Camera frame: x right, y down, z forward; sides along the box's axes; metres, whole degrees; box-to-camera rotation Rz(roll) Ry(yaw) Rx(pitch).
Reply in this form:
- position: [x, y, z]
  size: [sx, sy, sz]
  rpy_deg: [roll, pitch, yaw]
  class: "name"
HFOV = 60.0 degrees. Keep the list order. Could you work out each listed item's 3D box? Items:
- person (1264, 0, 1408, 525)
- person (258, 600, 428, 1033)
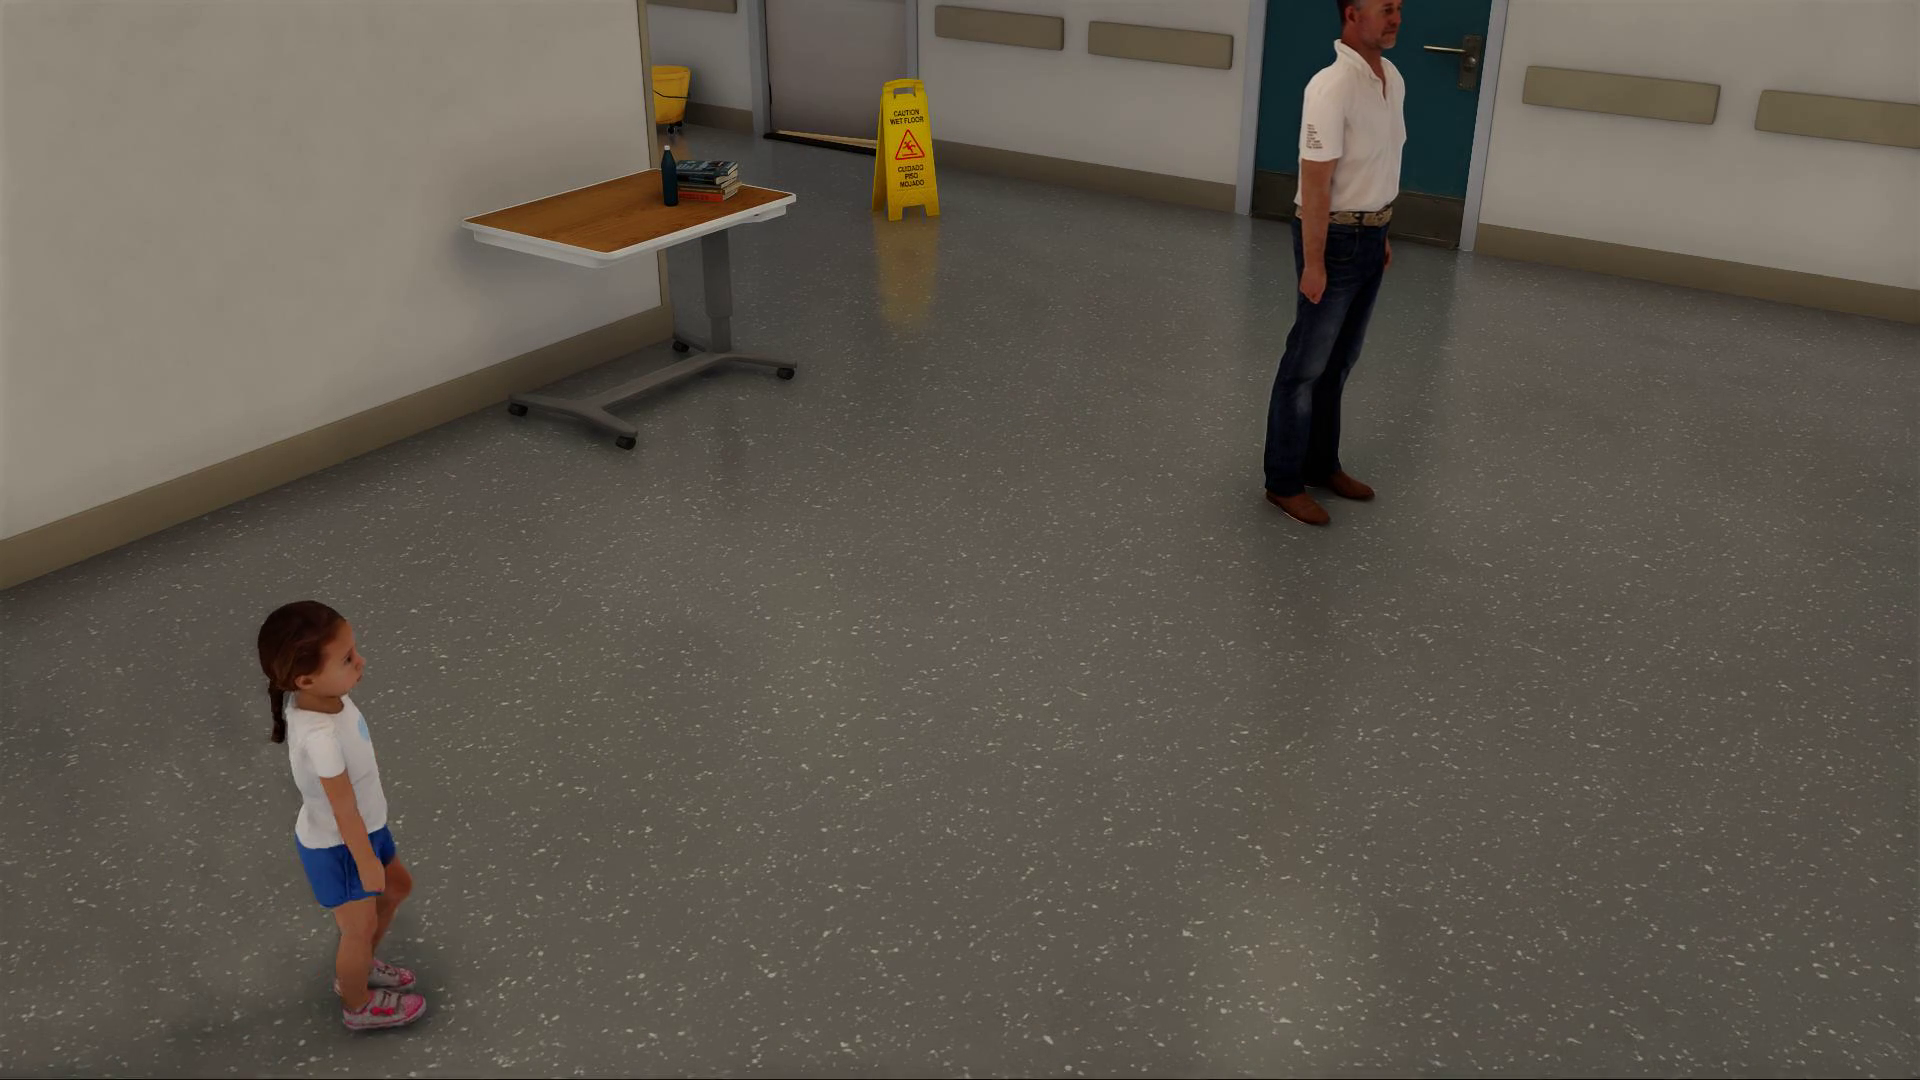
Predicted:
- position: [1.278, -0.999, 5.658]
  size: [0.614, 1.855, 0.697]
  rpy_deg: [23, 34, 39]
  class: "person"
- position: [-1.292, 0.577, 3.359]
  size: [0.552, 1.013, 0.479]
  rpy_deg: [-8, 27, -15]
  class: "person"
